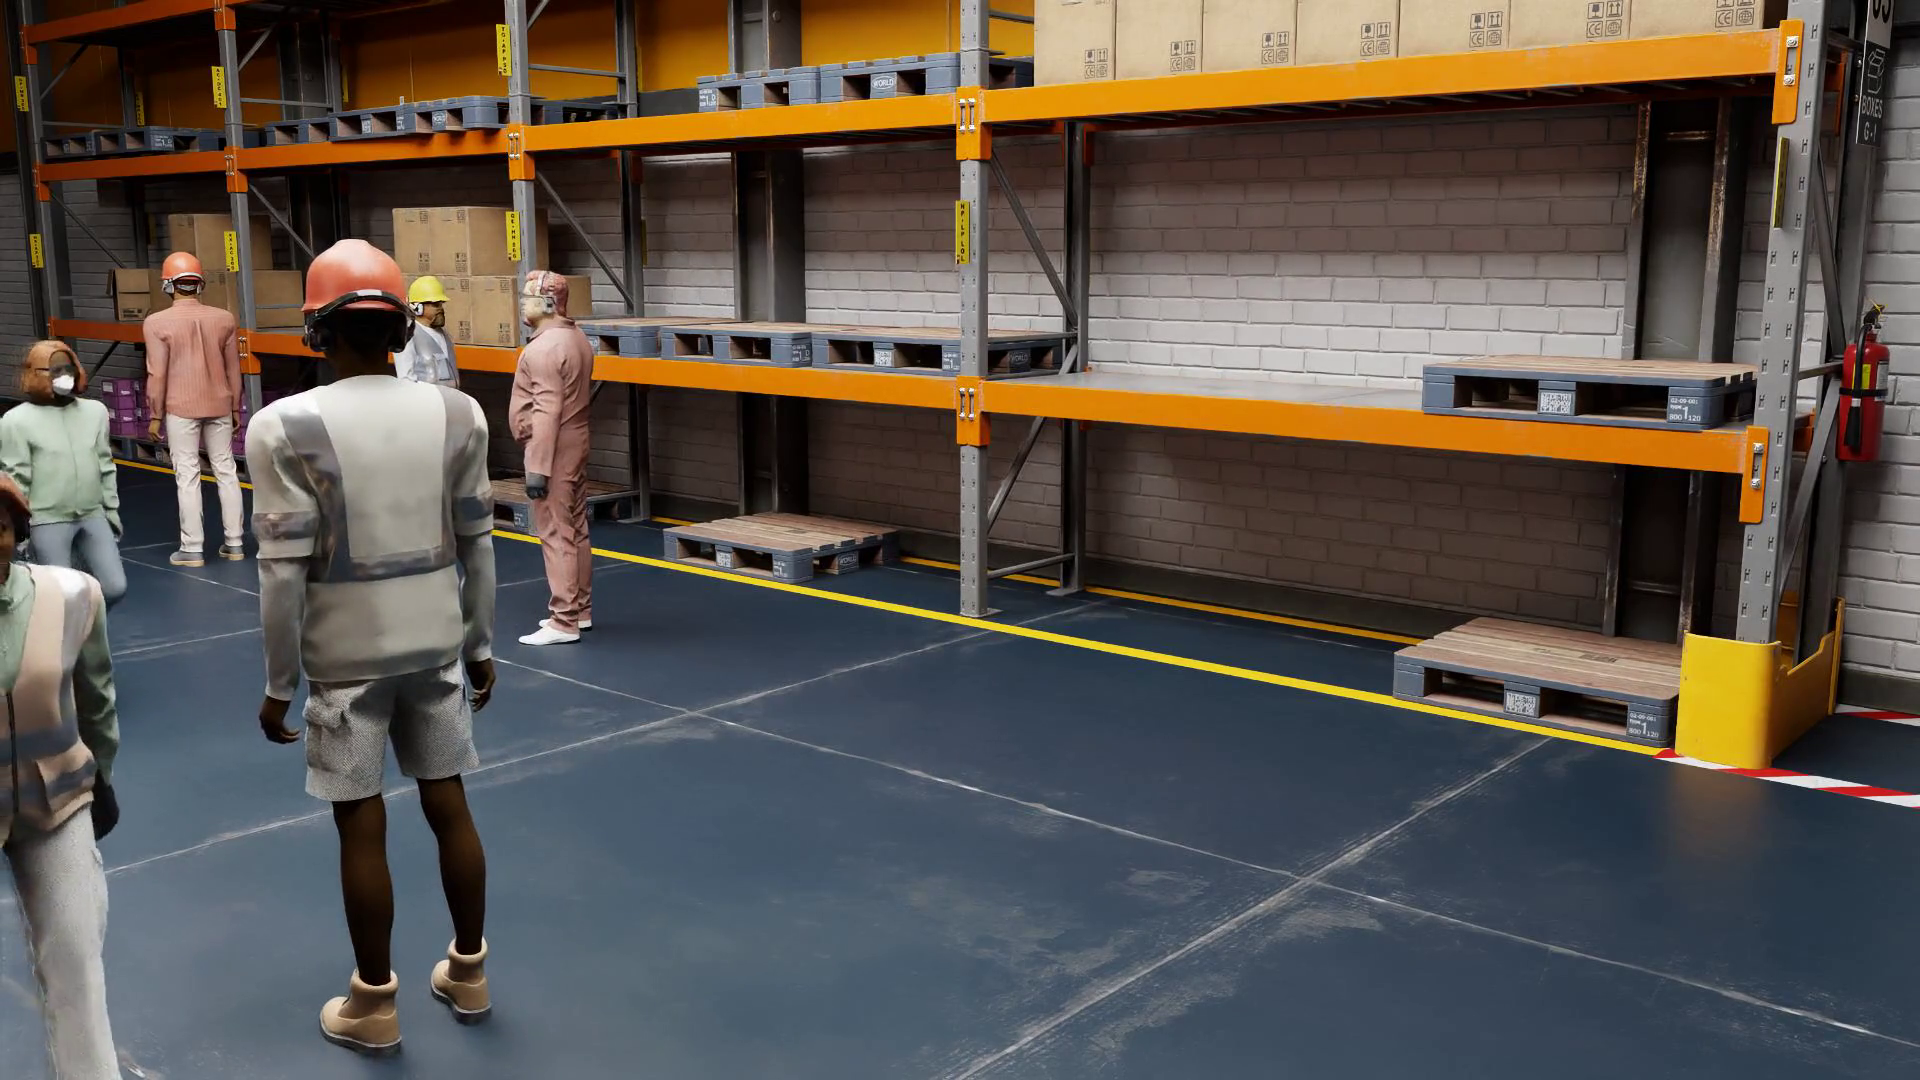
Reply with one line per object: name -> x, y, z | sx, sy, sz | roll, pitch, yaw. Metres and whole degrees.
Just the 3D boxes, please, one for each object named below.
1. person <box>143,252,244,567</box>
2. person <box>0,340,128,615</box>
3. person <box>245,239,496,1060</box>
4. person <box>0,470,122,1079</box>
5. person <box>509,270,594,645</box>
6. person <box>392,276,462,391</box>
person -> -4.885, -0.829, 10.628 | 0.379, 1.996, 0.609 | 8, 13, 40
person -> -3.952, -0.070, 7.359 | 0.382, 1.626, 0.516 | 6, 11, 30
person -> -1.475, 0.275, 4.207 | 0.613, 2.041, 0.393 | -9, 14, -42
person -> -2.071, 0.612, 3.598 | 0.536, 1.583, 0.921 | -9, 14, -43
person -> -2.099, -0.421, 8.544 | 0.410, 1.913, 0.651 | 0, 10, 3
person -> -3.590, -0.867, 11.307 | 0.404, 1.835, 0.587 | 2, 10, 13
